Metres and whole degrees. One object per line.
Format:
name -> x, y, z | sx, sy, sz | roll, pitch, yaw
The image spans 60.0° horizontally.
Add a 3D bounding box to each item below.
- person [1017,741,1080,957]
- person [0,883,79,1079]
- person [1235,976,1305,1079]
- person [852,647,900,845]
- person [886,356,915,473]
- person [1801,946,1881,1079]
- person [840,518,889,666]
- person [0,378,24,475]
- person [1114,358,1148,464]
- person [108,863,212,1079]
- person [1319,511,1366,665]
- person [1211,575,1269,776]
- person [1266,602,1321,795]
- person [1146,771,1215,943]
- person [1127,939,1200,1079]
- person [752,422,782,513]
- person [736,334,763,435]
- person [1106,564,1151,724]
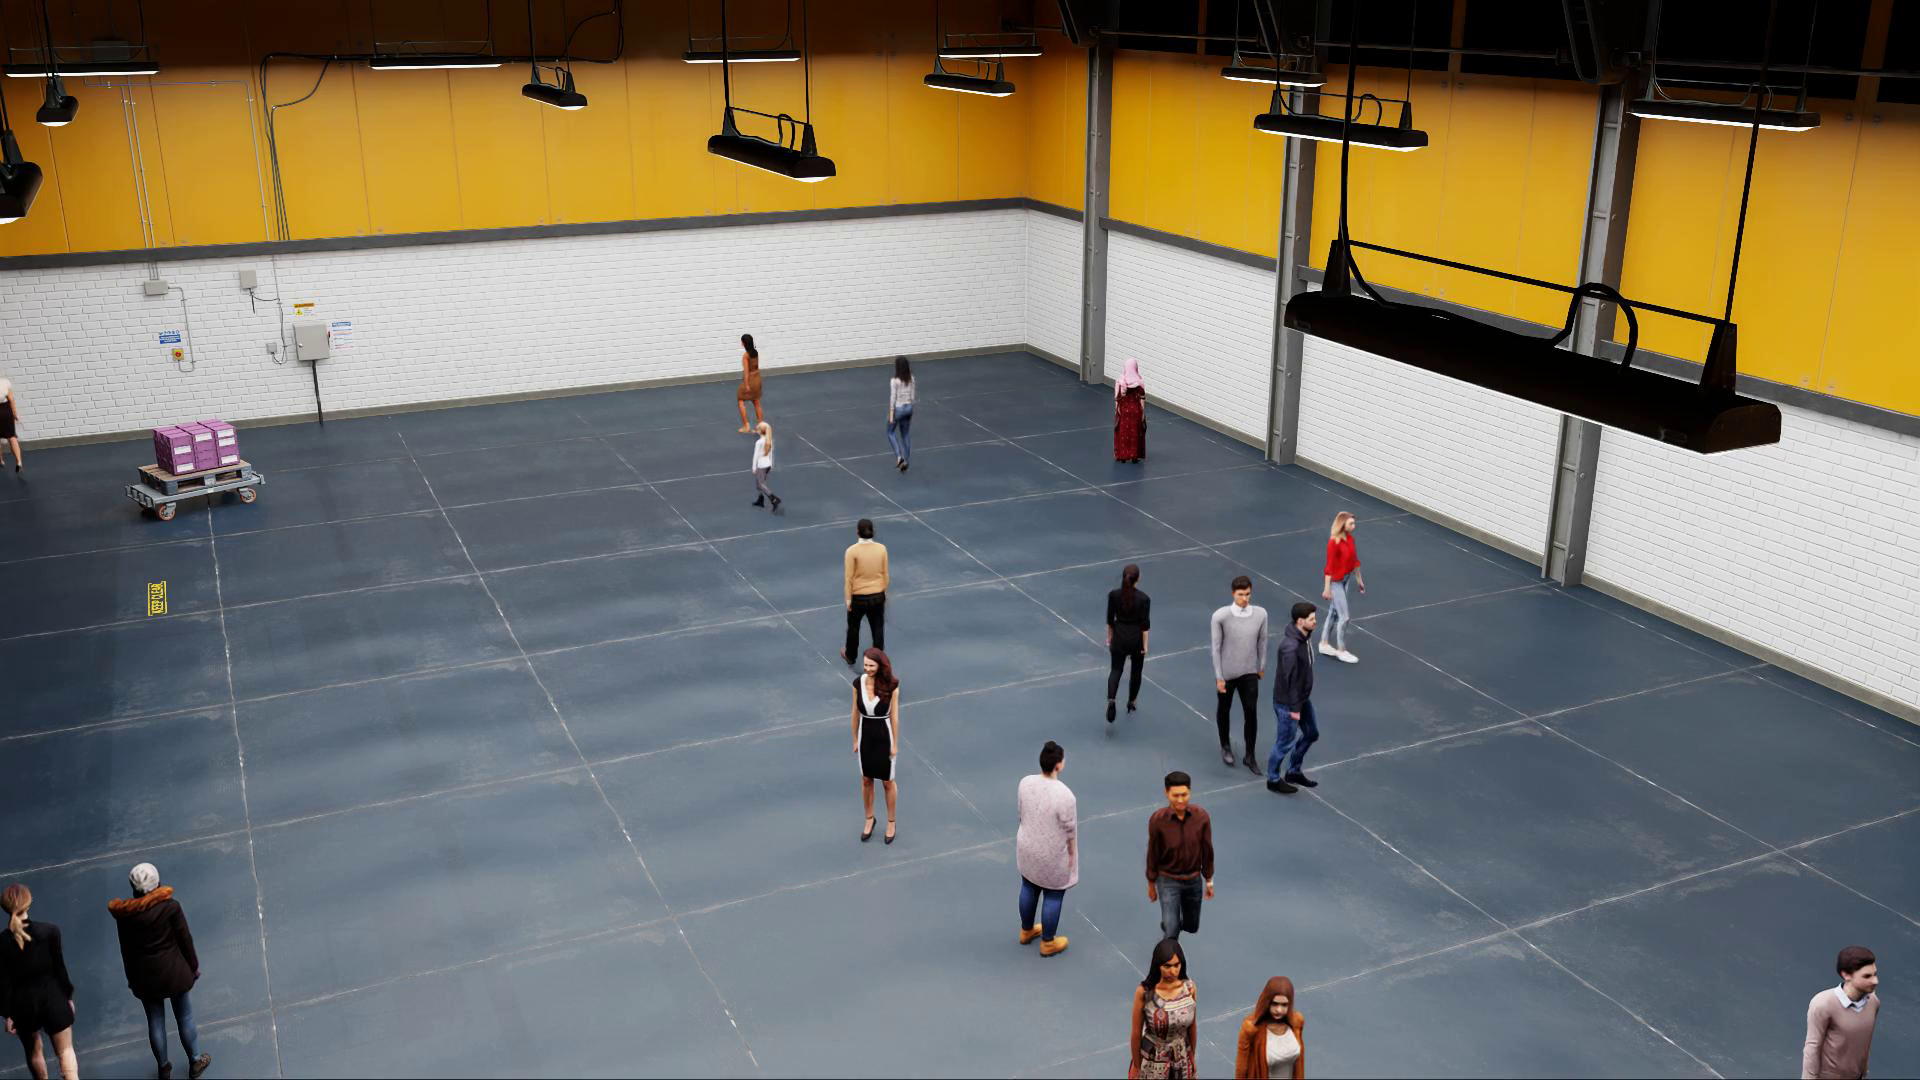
person -> 0.640, 2.332, 12.659 | 0.717, 1.744, 0.839 | 15, 24, 38
person -> -5.847, 3.036, 10.572 | 0.696, 1.741, 1.060 | -13, 22, -33
person -> 1.812, 3.298, 9.835 | 0.618, 1.716, 0.551 | -8, 20, -23
person -> -0.712, 1.753, 14.298 | 0.642, 1.795, 0.683 | 4, 19, 13
person -> -0.832, -1.859, 25.053 | 0.661, 1.777, 0.664 | -13, 23, -34
person -> 5.212, 3.222, 9.915 | 0.657, 1.809, 0.597 | -5, 19, -15
person -> -0.965, 0.651, 17.674 | 0.712, 1.729, 0.991 | -7, 20, -21
person -> -14.353, -1.791, 24.945 | 1.176, 1.715, 0.912 | 17, 25, 42
person -> 2.625, -2.002, 25.691 | 0.768, 1.640, 0.806 | 4, 19, 12
person -> -5.359, 2.894, 11.163 | 0.679, 1.633, 0.666 | -4, 19, -13
person -> 4.096, 0.476, 18.253 | 0.882, 1.691, 0.793 | 15, 24, 37
person -> 2.590, 1.203, 15.758 | 0.904, 1.905, 1.015 | -1, 19, -4
person -> 2.935, 1.428, 15.138 | 0.882, 1.874, 0.834 | 9, 20, 24
person -> 1.592, 2.474, 12.211 | 0.820, 1.761, 1.054 | -3, 19, -8
person -> 1.254, 3.192, 10.259 | 0.681, 1.645, 0.578 | -5, 19, -15
person -> -2.735, -1.019, 23.360 | 0.878, 1.266, 0.779 | 10, 21, 27
person -> -3.342, -2.532, 27.216 | 0.762, 1.671, 0.701 | 9, 20, 24
person -> 1.643, 1.061, 16.597 | 0.985, 1.638, 1.048 | 7, 20, 19
